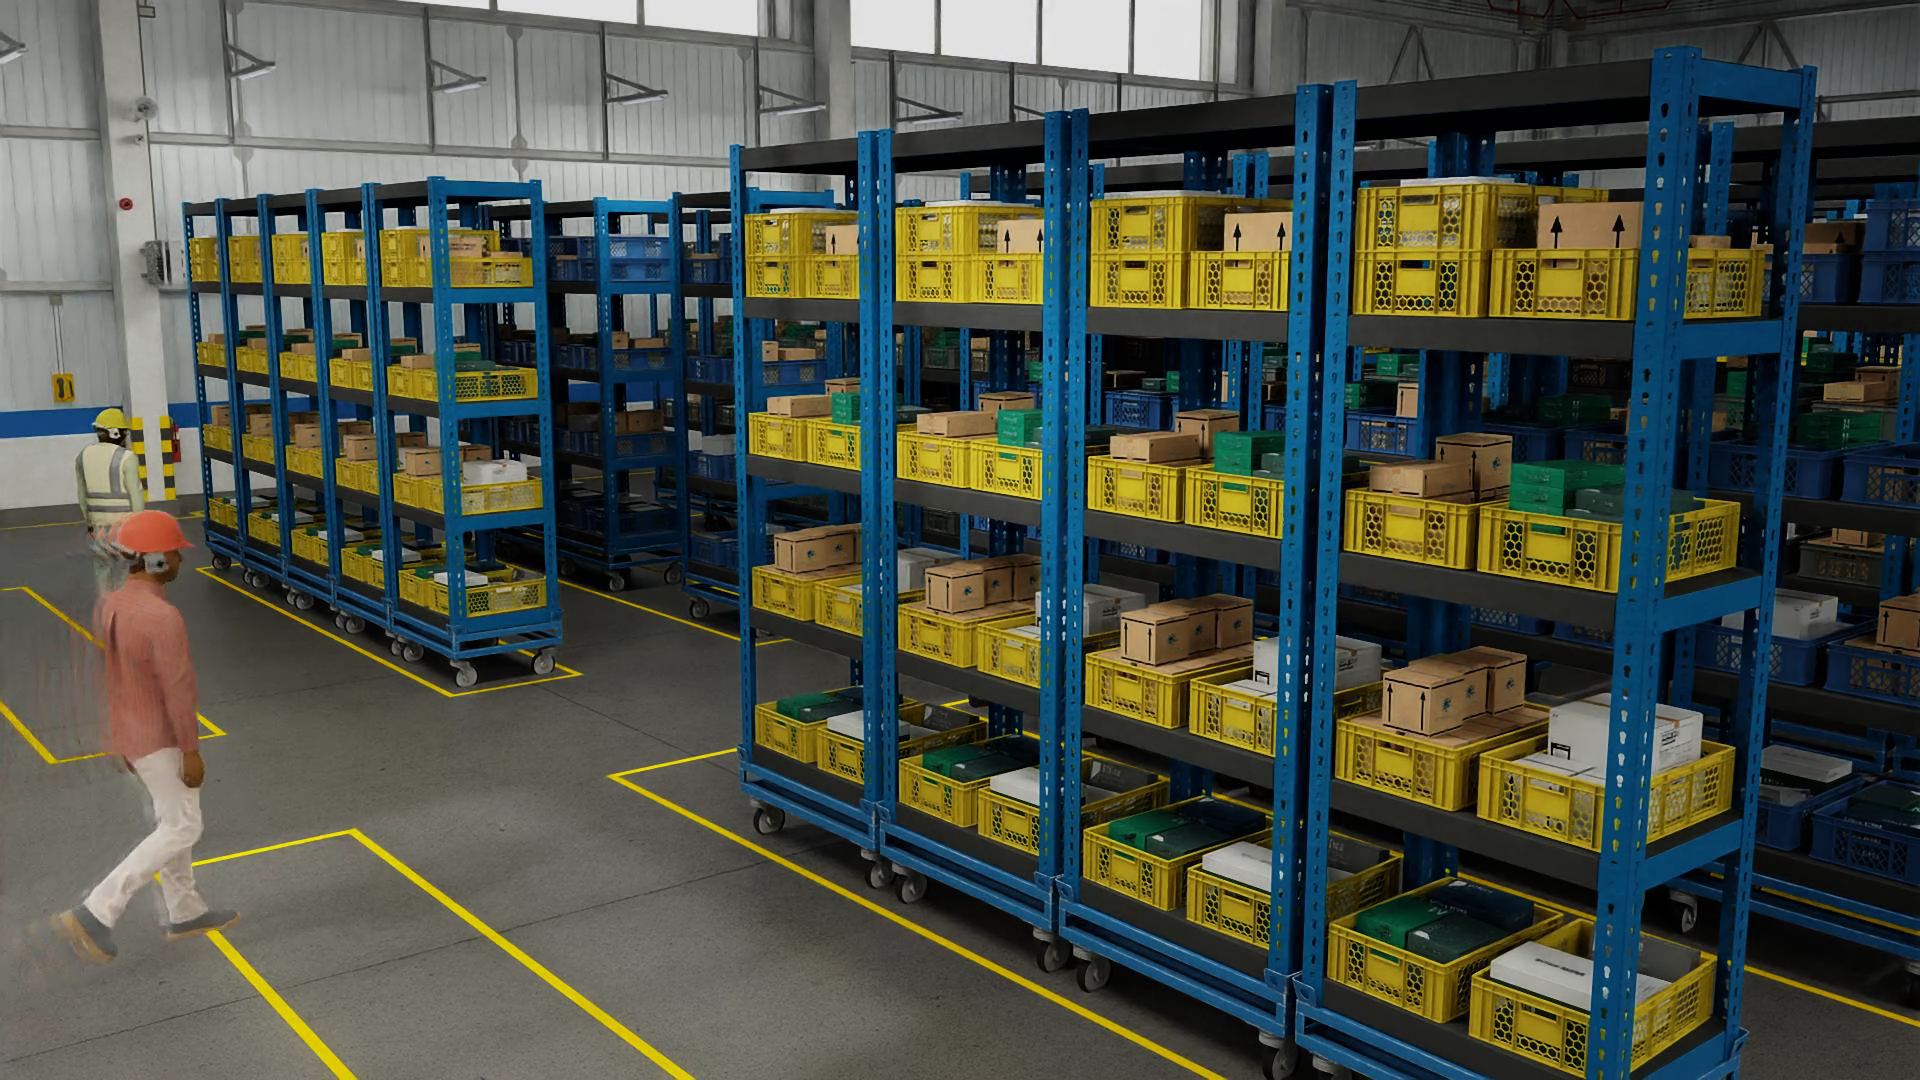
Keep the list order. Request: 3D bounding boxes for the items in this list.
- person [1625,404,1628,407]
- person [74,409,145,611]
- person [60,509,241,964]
[{"bbox_3d":[8.430,-1.261,20.345,0.757,1.819,0.606,-6,11,-32],"label":"person"},{"bbox_3d":[-7.015,-0.177,13.826,0.591,1.823,0.404,3,10,15],"label":"person"},{"bbox_3d":[-3.538,0.855,7.186,0.618,1.975,0.707,9,13,42],"label":"person"}]
